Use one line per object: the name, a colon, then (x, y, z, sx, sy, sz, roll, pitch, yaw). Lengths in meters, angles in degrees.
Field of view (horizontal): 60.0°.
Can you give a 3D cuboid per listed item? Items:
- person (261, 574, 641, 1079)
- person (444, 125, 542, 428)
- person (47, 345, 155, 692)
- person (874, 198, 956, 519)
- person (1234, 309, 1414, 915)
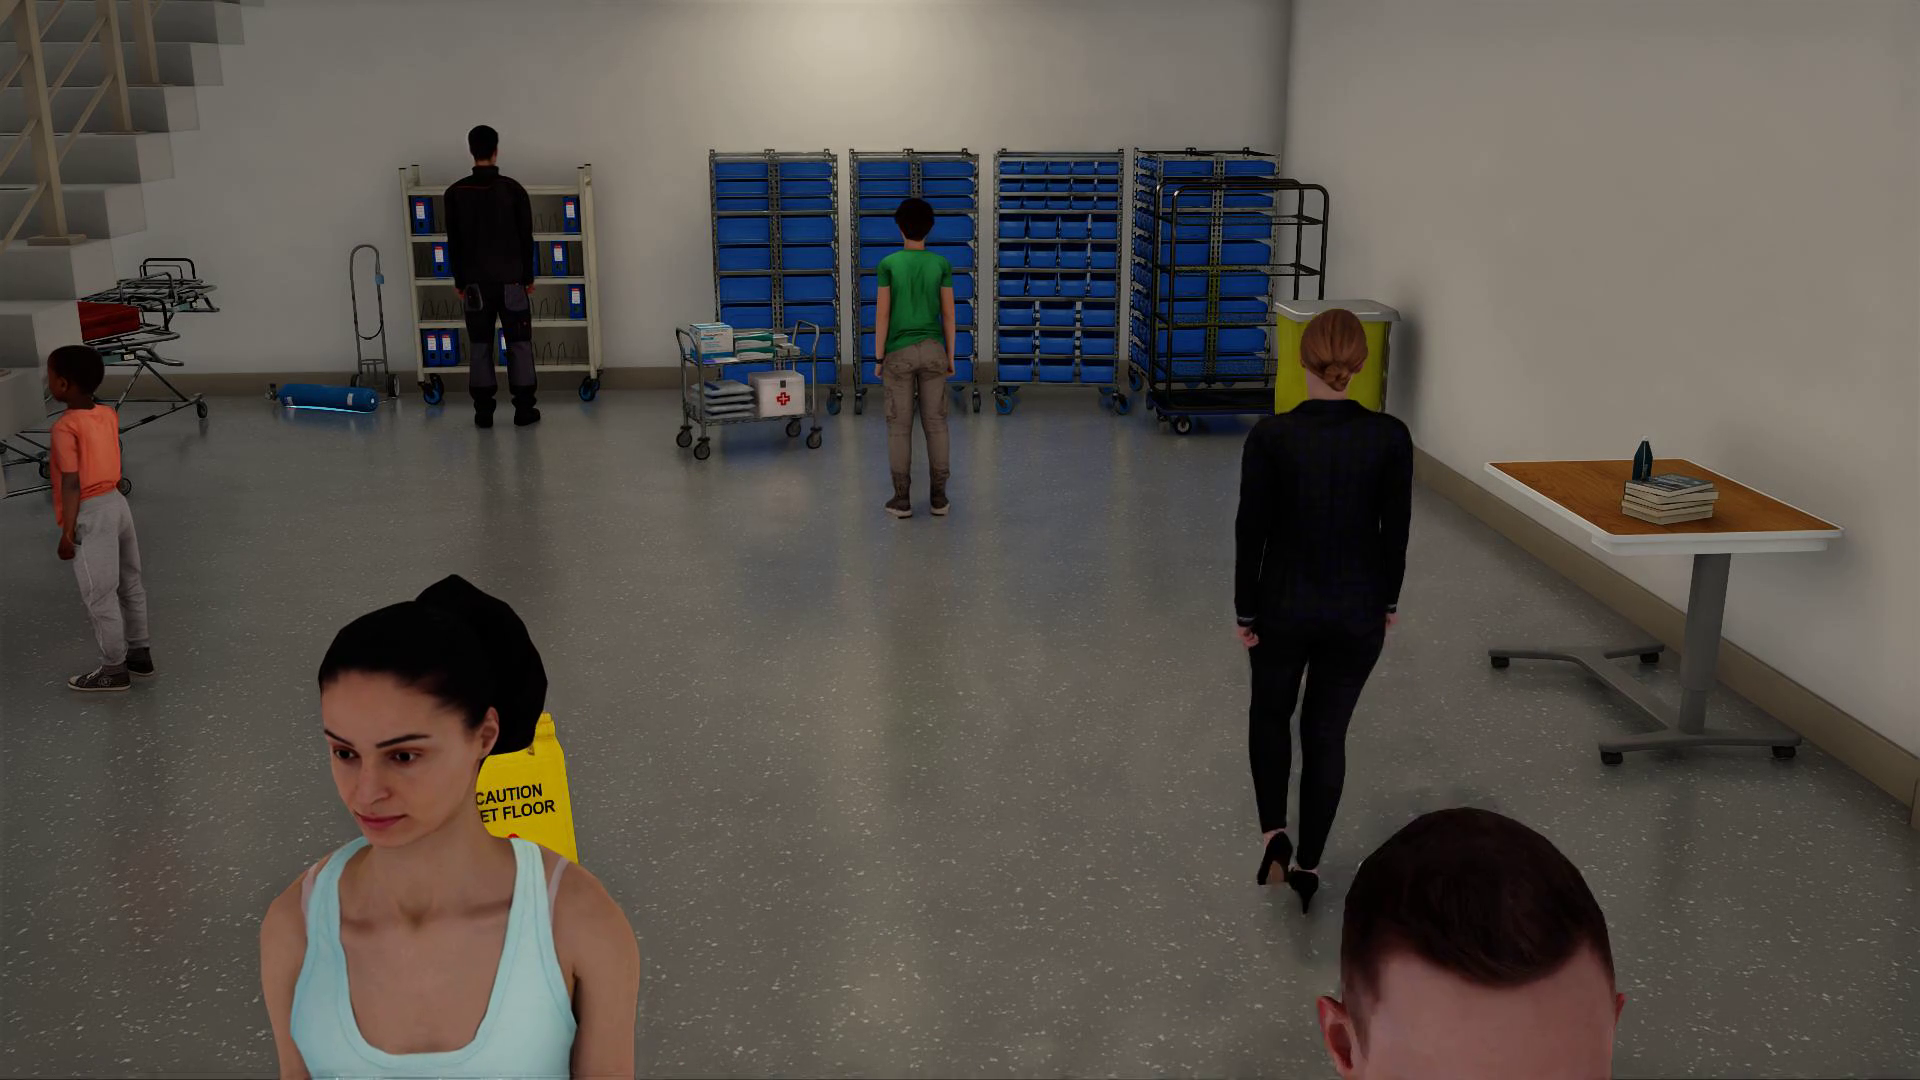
person: (-0.538, 0.908, 1.879, 0.582, 1.765, 0.567, 0, 16, 2)
person: (-3.045, -1.719, 10.862, 0.721, 1.946, 0.619, -3, 16, -11)
person: (-3.235, -0.087, 6.245, 0.588, 1.311, 0.479, 3, 16, 10)
person: (-0.230, -0.946, 8.669, 0.617, 1.649, 0.559, -4, 16, -13)
person: (0.958, 0.241, 4.406, 0.673, 1.678, 0.678, 2, 16, 6)
